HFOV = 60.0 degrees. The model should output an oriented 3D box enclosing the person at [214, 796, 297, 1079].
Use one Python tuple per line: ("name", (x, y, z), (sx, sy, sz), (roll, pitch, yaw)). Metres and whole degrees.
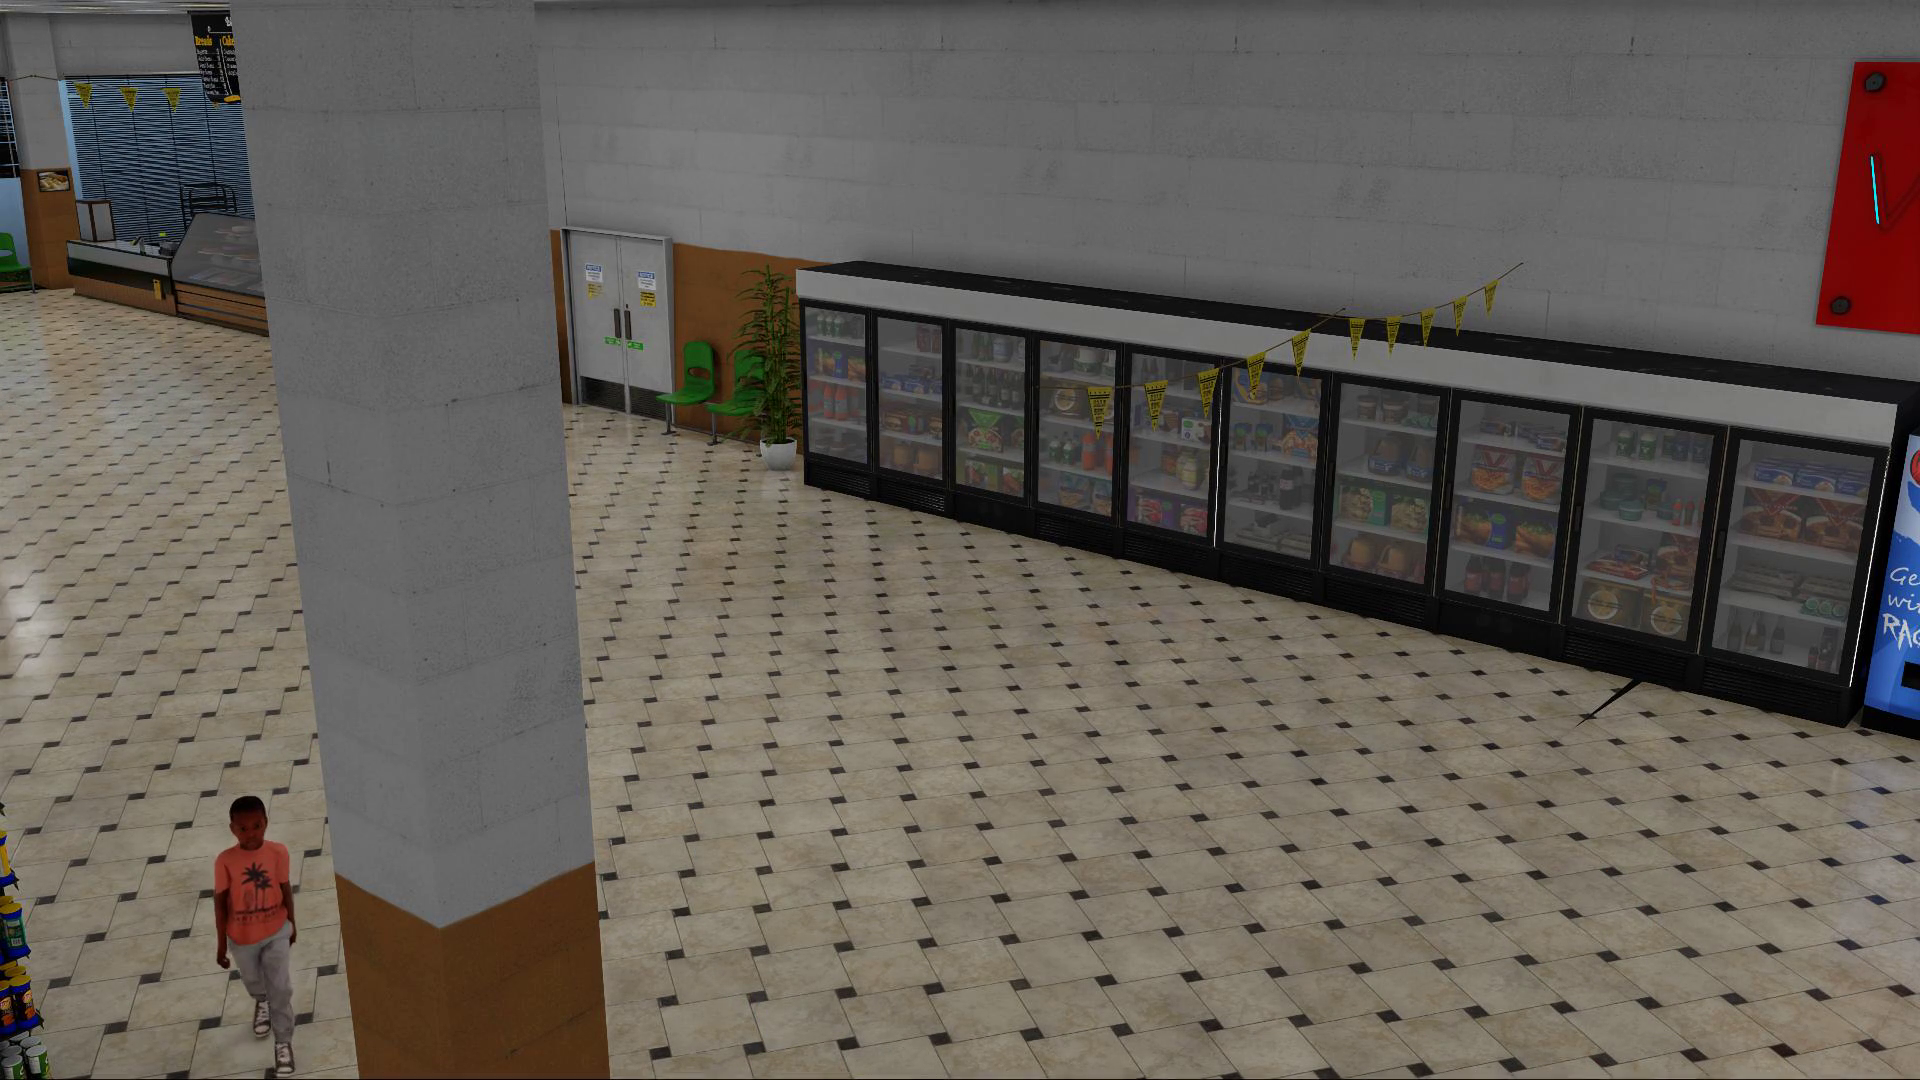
("person", (-3.289, 1.788, 7.766), (0.904, 1.283, 0.847), (-6, 18, -18))
